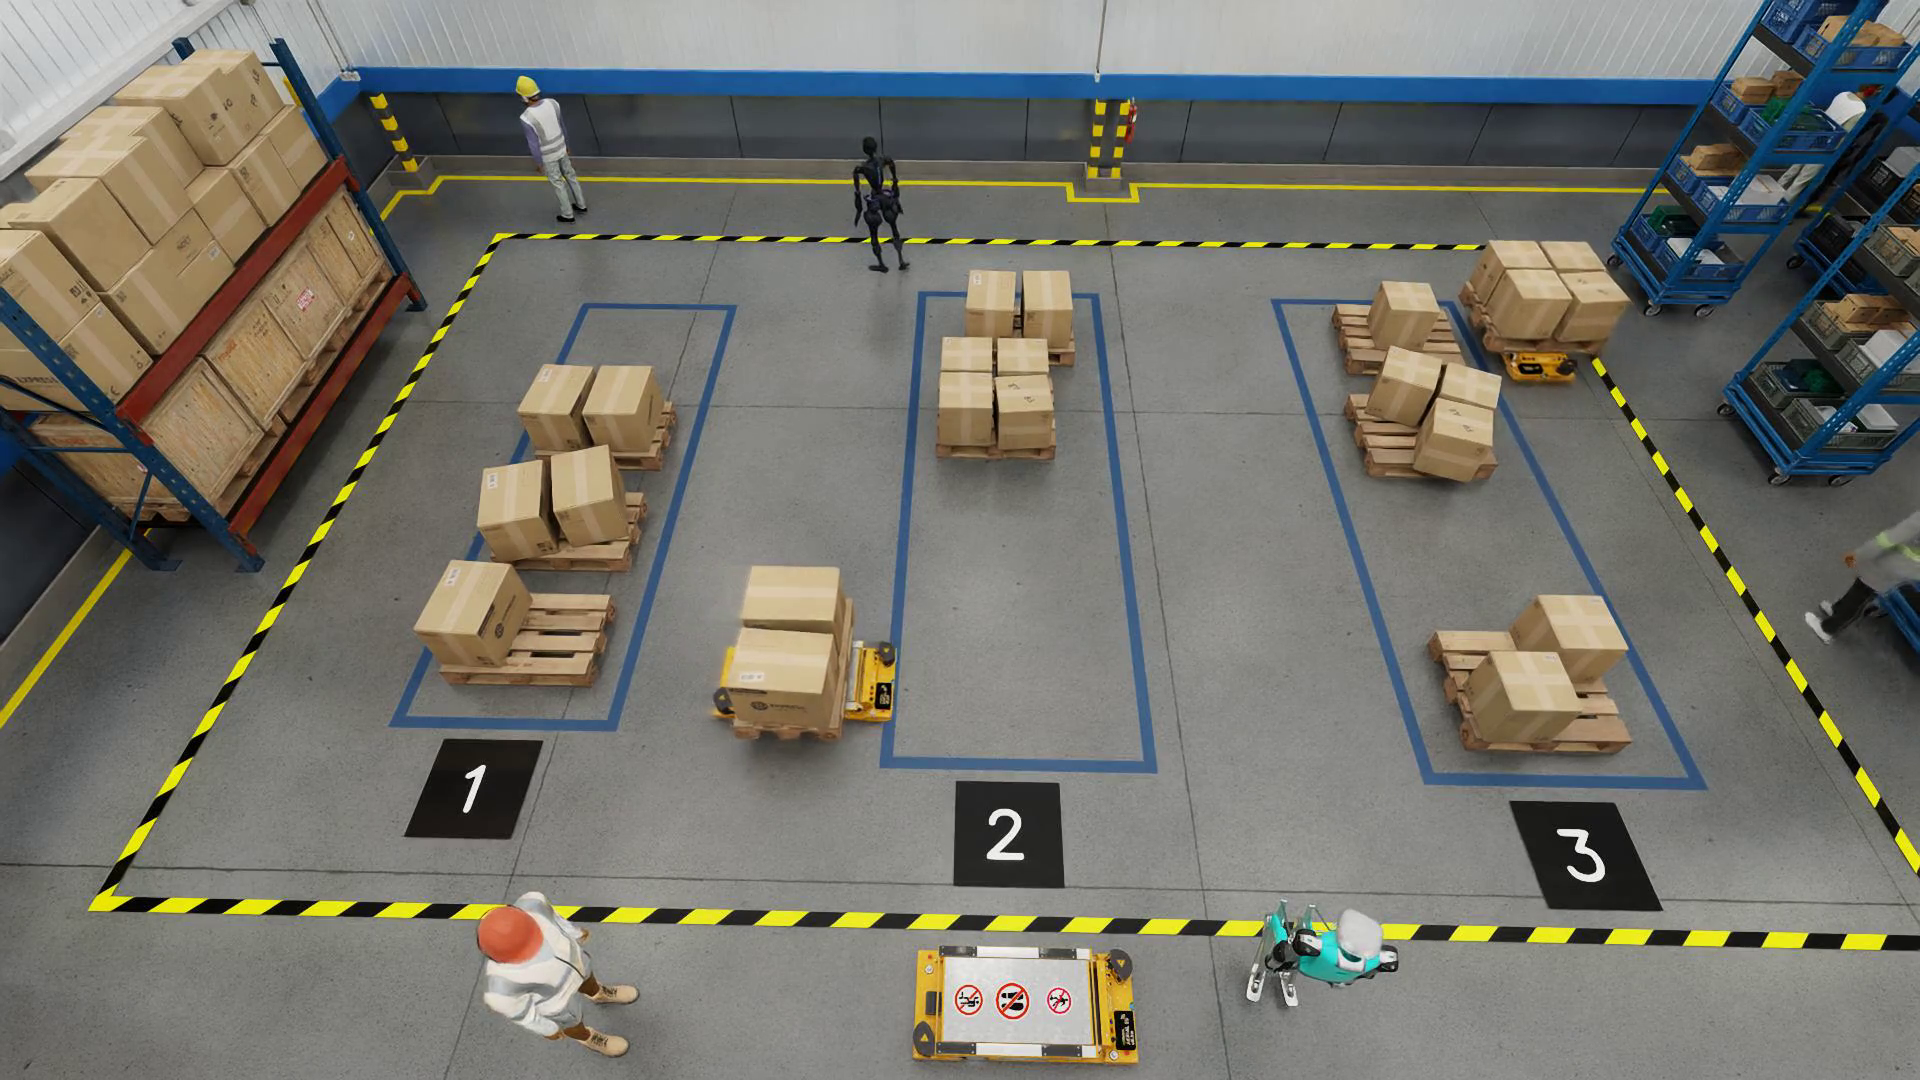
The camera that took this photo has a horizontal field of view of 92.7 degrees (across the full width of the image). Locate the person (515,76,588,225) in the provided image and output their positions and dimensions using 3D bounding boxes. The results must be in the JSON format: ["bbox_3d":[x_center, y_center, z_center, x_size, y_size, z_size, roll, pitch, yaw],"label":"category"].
[{"bbox_3d":[-5.106,-4.846,11.424,0.404,1.837,0.589,20,54,16],"label":"person"}]

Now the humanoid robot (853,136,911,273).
[{"bbox_3d":[-0.916,-3.879,10.742,0.610,1.648,0.454,-22,54,-17],"label":"humanoid robot"}]

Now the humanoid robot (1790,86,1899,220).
[{"bbox_3d":[11.106,-4.888,11.552,0.327,1.656,0.583,-7,51,-5],"label":"humanoid robot"}]

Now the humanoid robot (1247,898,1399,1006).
[{"bbox_3d":[2.111,2.379,5.512,0.533,1.677,0.735,9,51,7],"label":"humanoid robot"}]

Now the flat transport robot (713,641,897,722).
[{"bbox_3d":[-1.256,1.144,7.535,1.431,0.197,0.652,1,51,1],"label":"flat transport robot"}]

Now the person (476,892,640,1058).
[{"bbox_3d":[-2.294,2.522,5.287,0.380,2.039,0.613,1,51,0],"label":"person"}]

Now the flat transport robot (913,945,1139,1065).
[{"bbox_3d":[0.422,3.041,6.007,1.431,0.231,0.659,1,51,1],"label":"flat transport robot"}]

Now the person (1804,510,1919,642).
[{"bbox_3d":[7.531,0.121,7.378,0.611,1.831,0.582,6,51,5],"label":"person"}]

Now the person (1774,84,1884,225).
[{"bbox_3d":[10.740,-4.877,11.443,0.384,1.845,0.569,5,51,4],"label":"person"}]

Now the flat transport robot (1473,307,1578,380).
[{"bbox_3d":[6.374,-2.355,10.387,0.652,0.197,1.431,1,51,1],"label":"flat transport robot"}]
